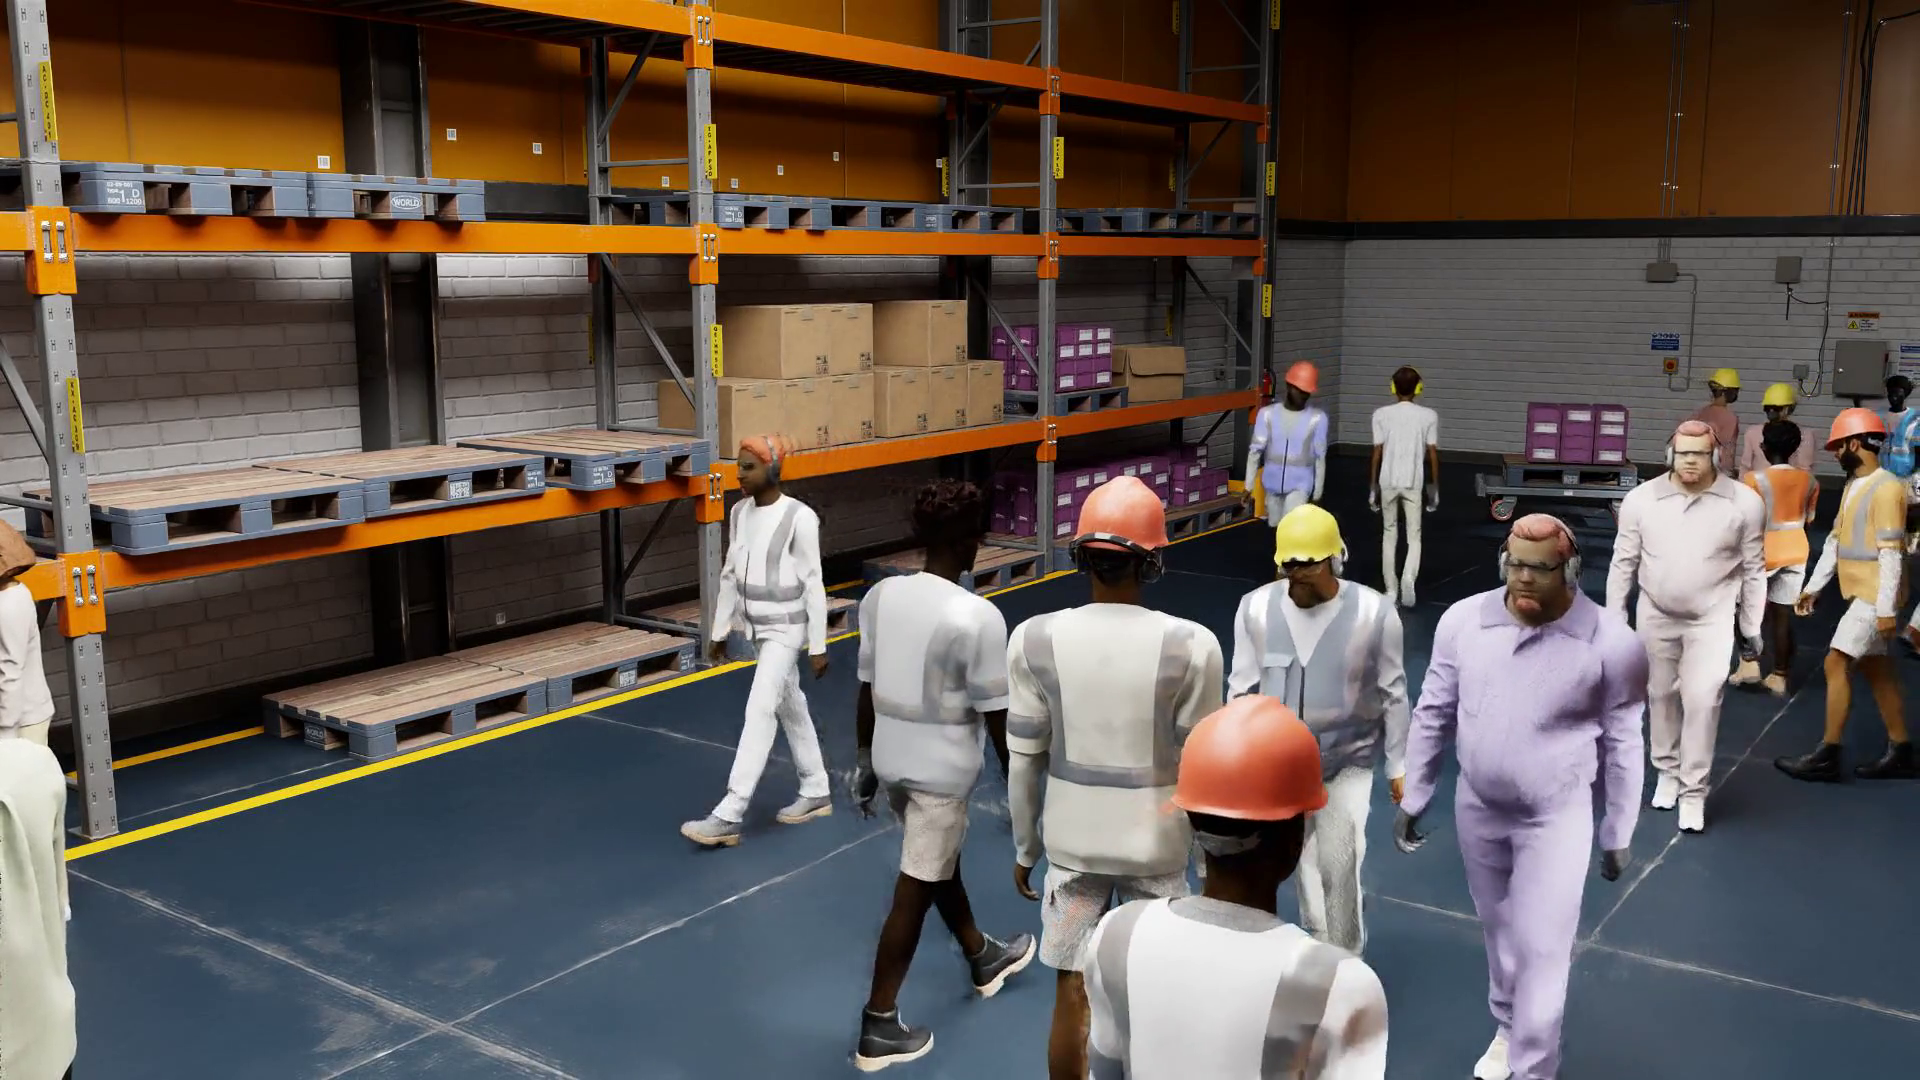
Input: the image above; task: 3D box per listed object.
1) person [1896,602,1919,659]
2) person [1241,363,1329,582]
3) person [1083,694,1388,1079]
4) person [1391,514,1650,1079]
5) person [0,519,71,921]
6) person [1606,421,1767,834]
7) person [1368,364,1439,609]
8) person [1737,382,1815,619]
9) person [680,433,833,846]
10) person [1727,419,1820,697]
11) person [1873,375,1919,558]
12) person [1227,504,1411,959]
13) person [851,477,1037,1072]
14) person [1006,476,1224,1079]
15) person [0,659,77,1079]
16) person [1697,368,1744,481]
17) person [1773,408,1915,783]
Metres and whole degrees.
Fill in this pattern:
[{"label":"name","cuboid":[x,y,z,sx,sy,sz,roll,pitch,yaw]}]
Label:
[{"label":"person","cuboid":[6.559,-0.123,10.740,0.679,1.932,0.641,-2,10,-10]},{"label":"person","cuboid":[2.464,-0.401,12.556,0.574,1.863,1.031,4,10,23]},{"label":"person","cuboid":[0.471,1.210,2.788,0.586,1.919,0.457,8,12,38]},{"label":"person","cuboid":[1.658,0.857,5.057,0.669,1.873,0.887,9,13,42]},{"label":"person","cuboid":[-3.738,0.723,6.571,0.283,1.626,0.497,-6,11,-31]},{"label":"person","cuboid":[3.339,0.398,7.728,0.679,1.878,0.817,6,11,31]},{"label":"person","cuboid":[3.350,-0.391,12.562,0.515,1.852,0.683,2,10,13]},{"label":"person","cuboid":[6.063,-0.305,12.348,0.668,1.750,0.530,-8,13,-40]},{"label":"person","cuboid":[-0.958,0.447,7.557,0.936,1.838,0.596,-8,12,-38]},{"label":"person","cuboid":[4.895,0.104,10.077,0.551,1.678,0.435,-2,10,-12]},{"label":"person","cuboid":[8.116,-0.612,14.411,0.789,1.665,0.523,-9,13,-43]},{"label":"person","cuboid":[1.218,0.768,5.782,0.606,1.796,0.714,5,11,29]},{"label":"person","cuboid":[-0.019,0.743,5.580,0.986,1.910,0.621,-8,13,-40]},{"label":"person","cuboid":[0.433,0.841,4.619,0.605,2.045,0.378,3,10,15]},{"label":"person","cuboid":[-2.017,1.074,3.373,0.384,1.996,0.610,0,10,1]},{"label":"person","cuboid":[6.241,-0.531,13.670,0.565,1.746,0.548,-2,10,-10]},{"label":"person","cuboid":[4.519,0.277,8.472,0.823,1.875,0.581,2,10,14]}]
